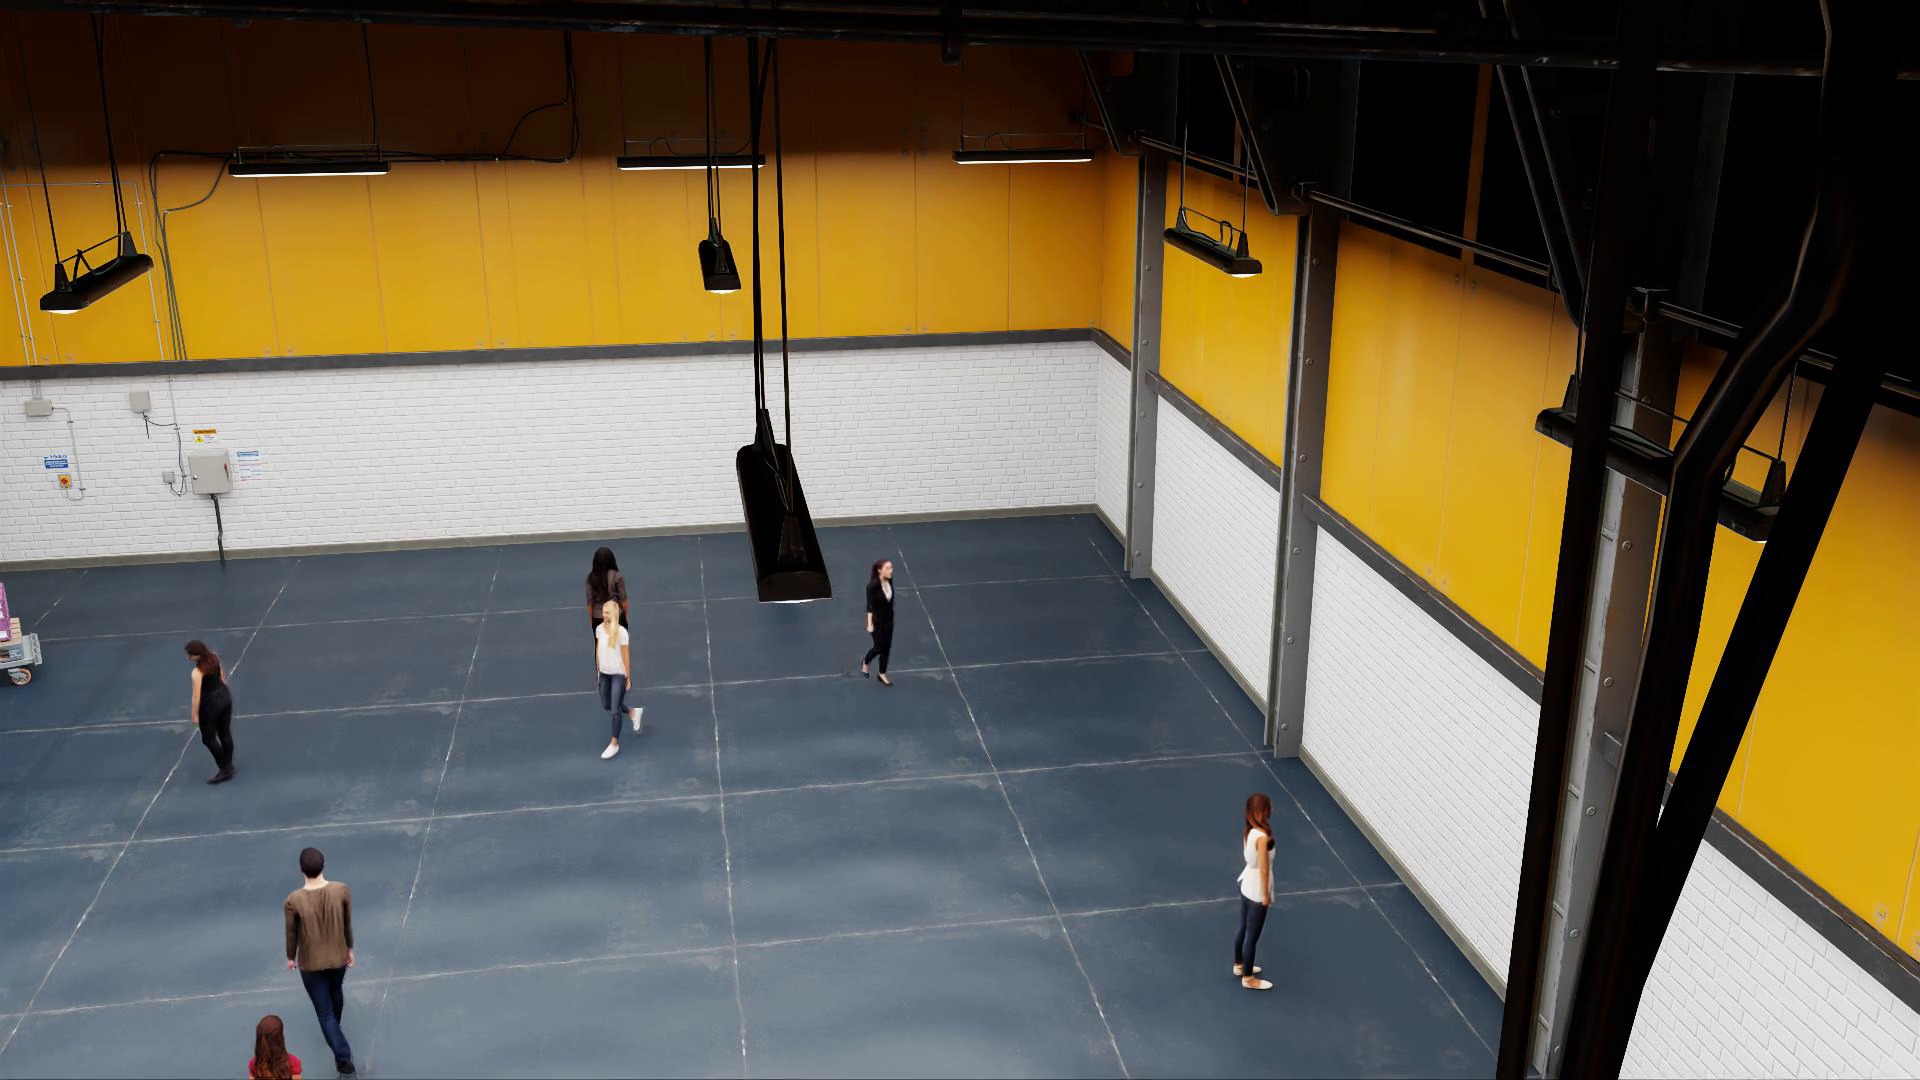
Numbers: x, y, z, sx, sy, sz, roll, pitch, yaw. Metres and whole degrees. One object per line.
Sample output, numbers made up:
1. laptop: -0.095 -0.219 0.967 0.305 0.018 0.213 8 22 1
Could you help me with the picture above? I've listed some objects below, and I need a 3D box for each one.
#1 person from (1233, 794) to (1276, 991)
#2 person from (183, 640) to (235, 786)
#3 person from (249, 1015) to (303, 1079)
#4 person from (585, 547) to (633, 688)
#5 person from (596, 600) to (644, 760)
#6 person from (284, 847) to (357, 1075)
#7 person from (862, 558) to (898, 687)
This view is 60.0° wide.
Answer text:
1. person: 2.509 2.989 14.250 0.666 1.784 0.480 -2 19 -5
2. person: -8.053 1.791 18.011 0.846 1.654 0.682 10 21 28
3. person: -4.715 4.058 11.510 0.553 1.507 1.047 -3 19 -8
4. person: -4.259 0.964 20.174 0.685 1.841 0.650 0 19 1
5. person: -3.819 1.513 18.620 0.976 1.792 1.079 10 21 27
6. person: -4.997 3.344 13.096 1.022 1.848 1.271 -14 23 -35
7. person: -1.031 0.998 20.372 0.853 1.648 0.791 15 23 37
